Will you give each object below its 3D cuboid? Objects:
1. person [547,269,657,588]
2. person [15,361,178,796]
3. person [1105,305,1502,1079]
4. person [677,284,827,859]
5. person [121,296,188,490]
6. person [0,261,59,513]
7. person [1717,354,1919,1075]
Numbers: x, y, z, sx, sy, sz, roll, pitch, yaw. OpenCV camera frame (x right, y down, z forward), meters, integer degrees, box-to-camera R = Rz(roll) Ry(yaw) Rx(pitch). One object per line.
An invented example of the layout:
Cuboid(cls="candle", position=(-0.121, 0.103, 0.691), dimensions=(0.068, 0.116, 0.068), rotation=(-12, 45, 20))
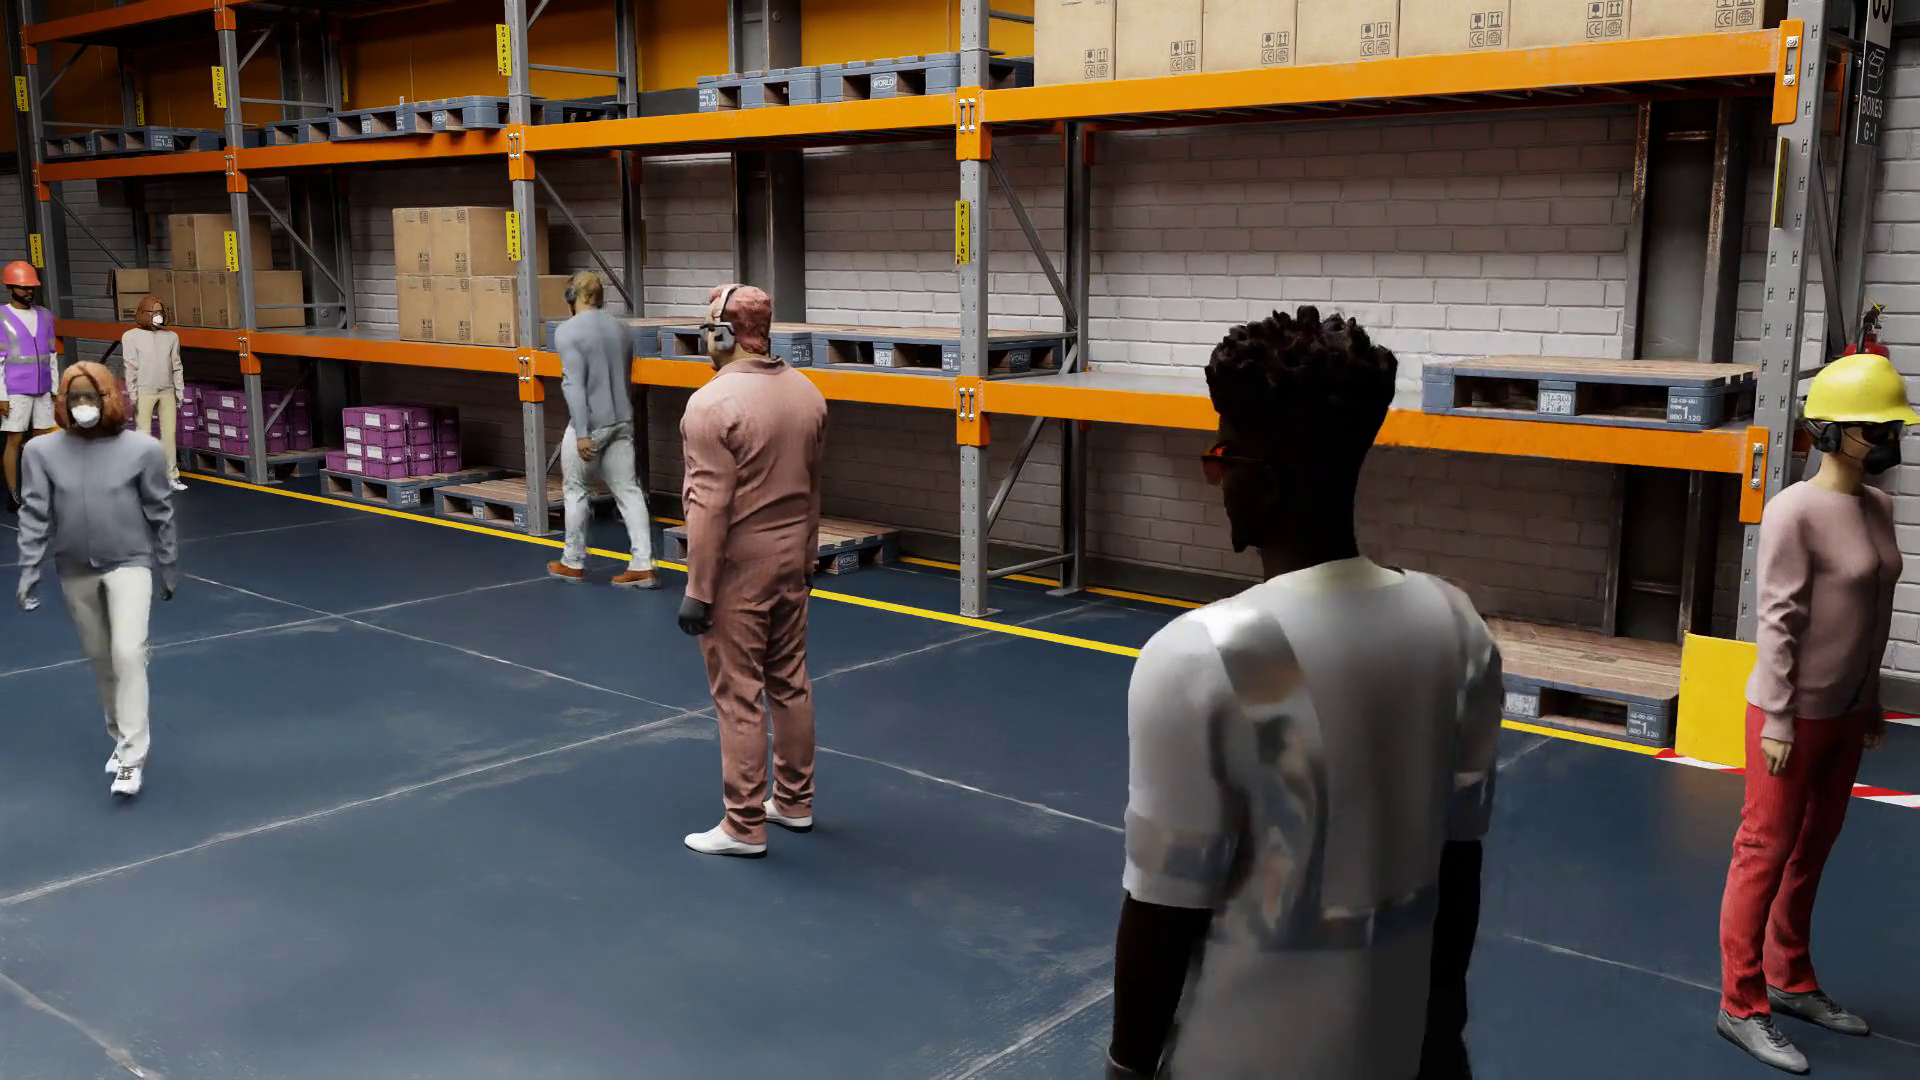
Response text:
Cuboid(cls="person", position=(-2.175, -0.658, 9.952), dimensions=(0.925, 1.887, 0.645), rotation=(7, 12, 34))
Cuboid(cls="person", position=(-3.218, 0.150, 6.182), dimensions=(0.508, 1.603, 0.789), rotation=(-2, 10, -9))
Cuboid(cls="person", position=(0.470, 0.669, 2.223), dimensions=(0.615, 1.950, 0.521), rotation=(-8, 13, -39))
Cuboid(cls="person", position=(-0.720, 0.104, 5.574), dimensions=(0.407, 1.904, 0.654), rotation=(6, 12, 30))
Cuboid(cls="person", position=(-6.674, -1.201, 13.801), dimensions=(0.277, 1.629, 0.496), rotation=(7, 12, 34))
Cuboid(cls="person", position=(-7.132, -1.164, 12.751), dimensions=(0.408, 1.930, 0.547), rotation=(4, 11, 23))
Cuboid(cls="person", position=(2.156, 0.423, 4.154), dimensions=(0.523, 1.769, 0.319), rotation=(-7, 12, -35))
